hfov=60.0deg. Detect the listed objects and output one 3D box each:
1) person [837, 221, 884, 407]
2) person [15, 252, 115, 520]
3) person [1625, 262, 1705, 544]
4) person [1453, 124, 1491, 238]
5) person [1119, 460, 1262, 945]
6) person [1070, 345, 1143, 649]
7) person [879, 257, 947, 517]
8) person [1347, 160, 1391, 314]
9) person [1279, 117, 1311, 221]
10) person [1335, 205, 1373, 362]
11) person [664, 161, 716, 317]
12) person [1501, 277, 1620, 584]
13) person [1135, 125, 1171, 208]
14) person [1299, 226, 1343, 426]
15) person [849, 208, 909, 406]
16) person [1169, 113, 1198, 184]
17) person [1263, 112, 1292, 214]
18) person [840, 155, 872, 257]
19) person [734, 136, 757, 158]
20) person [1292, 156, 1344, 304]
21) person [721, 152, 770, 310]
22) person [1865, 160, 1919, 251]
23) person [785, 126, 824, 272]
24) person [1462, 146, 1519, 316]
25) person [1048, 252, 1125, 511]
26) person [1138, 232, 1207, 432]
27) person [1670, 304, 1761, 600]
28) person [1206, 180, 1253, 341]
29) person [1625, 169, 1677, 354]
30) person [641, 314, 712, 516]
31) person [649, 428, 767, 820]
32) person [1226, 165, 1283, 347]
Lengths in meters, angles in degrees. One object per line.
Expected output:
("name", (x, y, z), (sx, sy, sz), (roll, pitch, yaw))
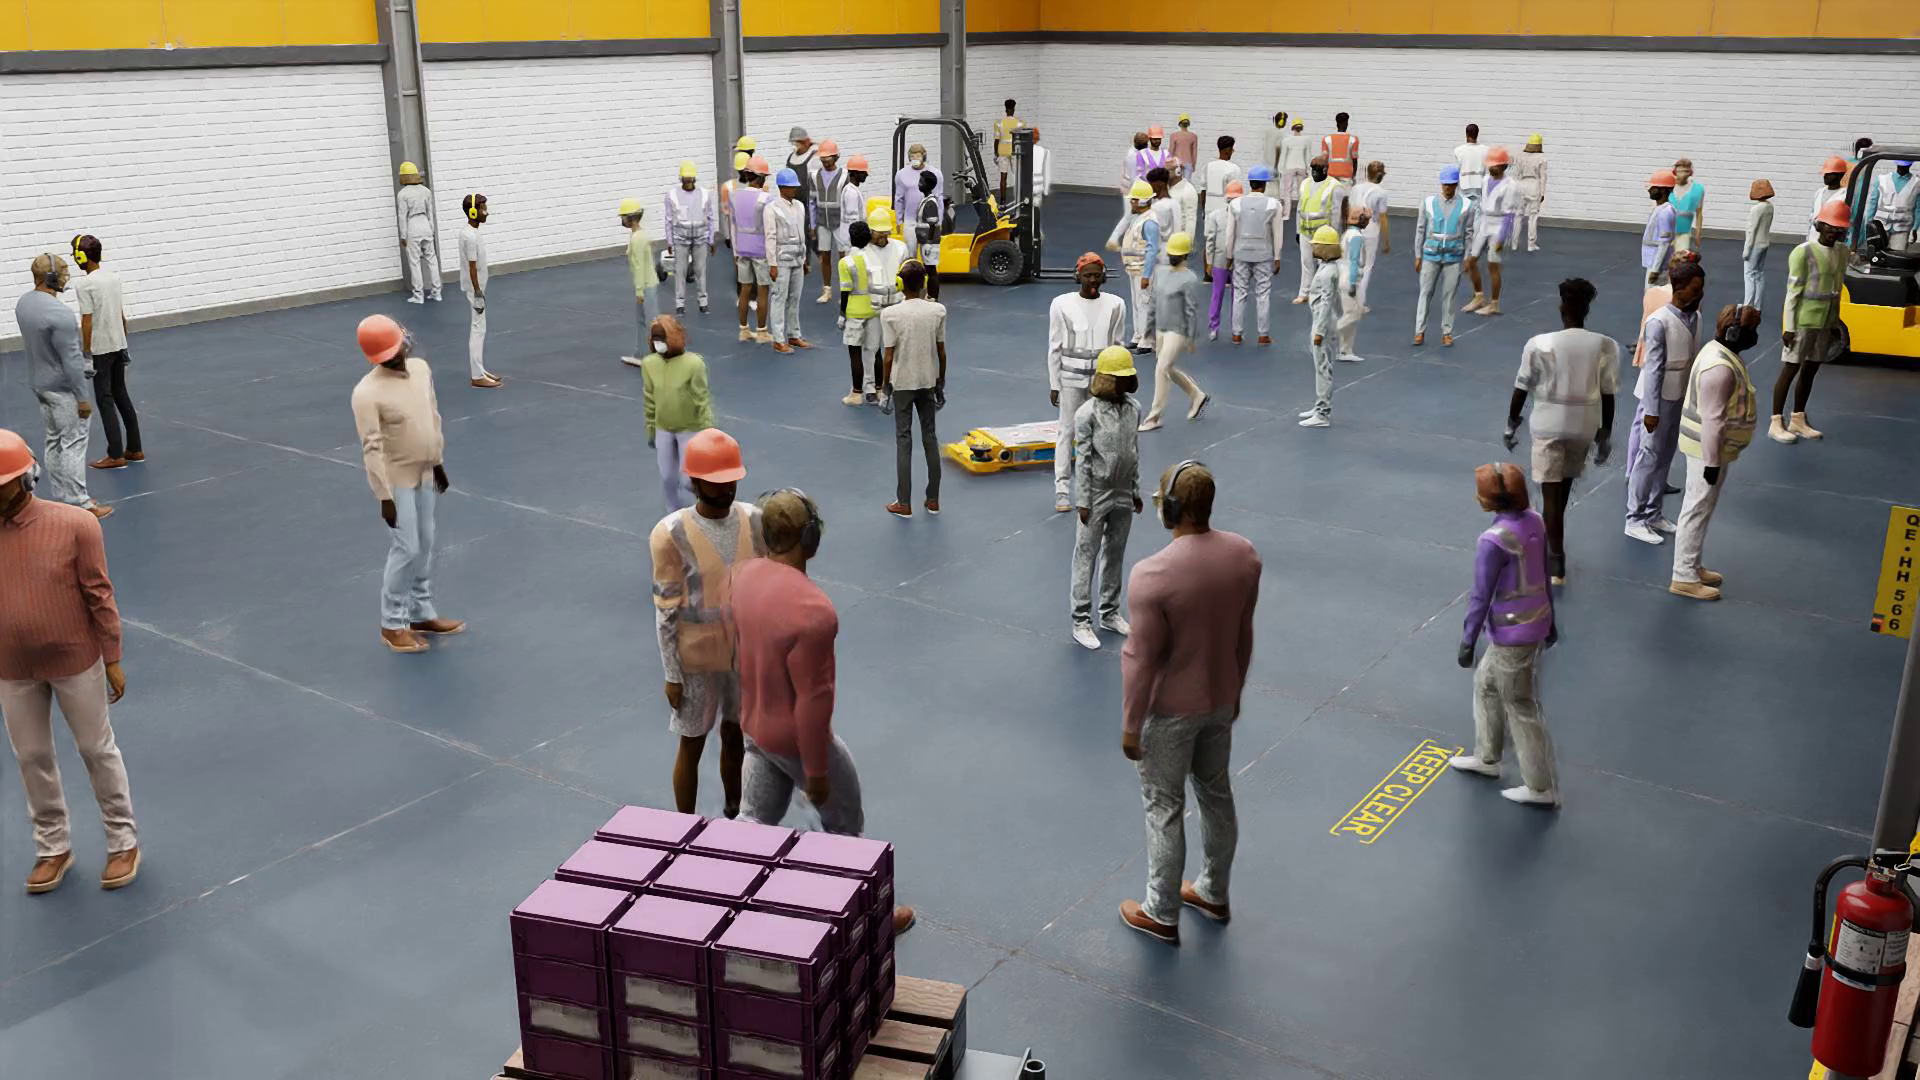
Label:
("person", (-0.904, -2.081, 15.321), (0.541, 1.696, 0.315), (-14, 23, -38))
("person", (-6.360, -1.066, 11.783), (0.641, 1.927, 0.386), (13, 22, 35))
("person", (4.853, -0.952, 11.430), (0.593, 1.920, 0.391), (-16, 24, -40))
("person", (7.593, -5.229, 24.817), (0.590, 1.915, 0.392), (-2, 18, -7))
("person", (0.875, 0.639, 6.447), (0.634, 1.931, 0.366), (-12, 21, -33))
("person", (0.860, -0.252, 9.526), (0.483, 1.745, 0.300), (-14, 22, -36))
("person", (-0.337, -1.091, 11.939), (0.513, 1.876, 0.328), (-8, 19, -23))
("person", (4.887, -3.615, 19.922), (0.493, 1.819, 0.520), (-11, 21, -32))
("person", (5.779, -6.401, 28.737), (0.524, 1.757, 0.345), (-2, 18, -7))
("person", (3.993, -2.640, 17.194), (0.472, 1.611, 0.577), (1, 18, 4))
("person", (-3.204, -3.574, 19.795), (0.596, 1.821, 0.416), (-5, 19, -16))
("person", (3.864, -0.743, 10.769), (0.629, 1.909, 0.986), (0, 18, 0))
("person", (2.823, -5.070, 24.280), (0.542, 1.939, 0.359), (-6, 19, -18))
("person", (3.162, -1.871, 14.591), (0.295, 1.744, 0.490), (4, 18, 12))
("person", (-0.722, -2.149, 15.341), (0.602, 1.821, 0.403), (-7, 19, -21))
("person", (3.980, -6.732, 29.779), (0.533, 1.757, 0.342), (-3, 18, -8))
("person", (5.496, -6.644, 29.435), (0.950, 1.811, 0.616), (-9, 20, -27))
("person", (-1.208, -3.527, 19.483), (0.390, 1.929, 0.540), (0, 18, 0))
("person", (-2.794, -4.405, 22.218), (0.380, 1.928, 0.586), (1, 18, 4))
("person", (4.382, -3.784, 20.441), (0.431, 1.835, 0.623), (-16, 23, -40))
("person", (-2.551, -3.723, 20.123), (0.602, 1.903, 0.476), (-7, 19, -21))
("person", (11.473, -3.850, 20.465), (0.602, 1.938, 0.402), (10, 20, 29))
("person", (-2.137, -4.796, 23.258), (0.684, 2.000, 0.884), (14, 22, 36))
("person", (6.262, -3.632, 19.655), (0.591, 2.016, 0.631), (-7, 19, -20))
("person", (0.918, -1.143, 12.087), (0.572, 1.883, 0.358), (-4, 18, -11))
("person", (1.871, -1.829, 14.484), (0.781, 1.723, 0.533), (-10, 20, -28))
("person", (4.686, -0.554, 10.332), (0.430, 1.836, 0.630), (8, 19, 24))
("person", (2.984, -3.074, 18.337), (0.559, 1.751, 0.326), (0, 18, -1))
("person", (7.335, -2.930, 17.585), (0.365, 1.939, 0.542), (6, 19, 17))
("person", (-1.882, -0.733, 11.224), (0.528, 1.617, 0.422), (7, 19, 21))
("person", (-0.998, 0.476, 6.935), (0.546, 1.939, 0.375), (-14, 23, -38))
("person", (3.179, -3.069, 18.010), (0.608, 1.943, 0.402), (6, 19, 18))
